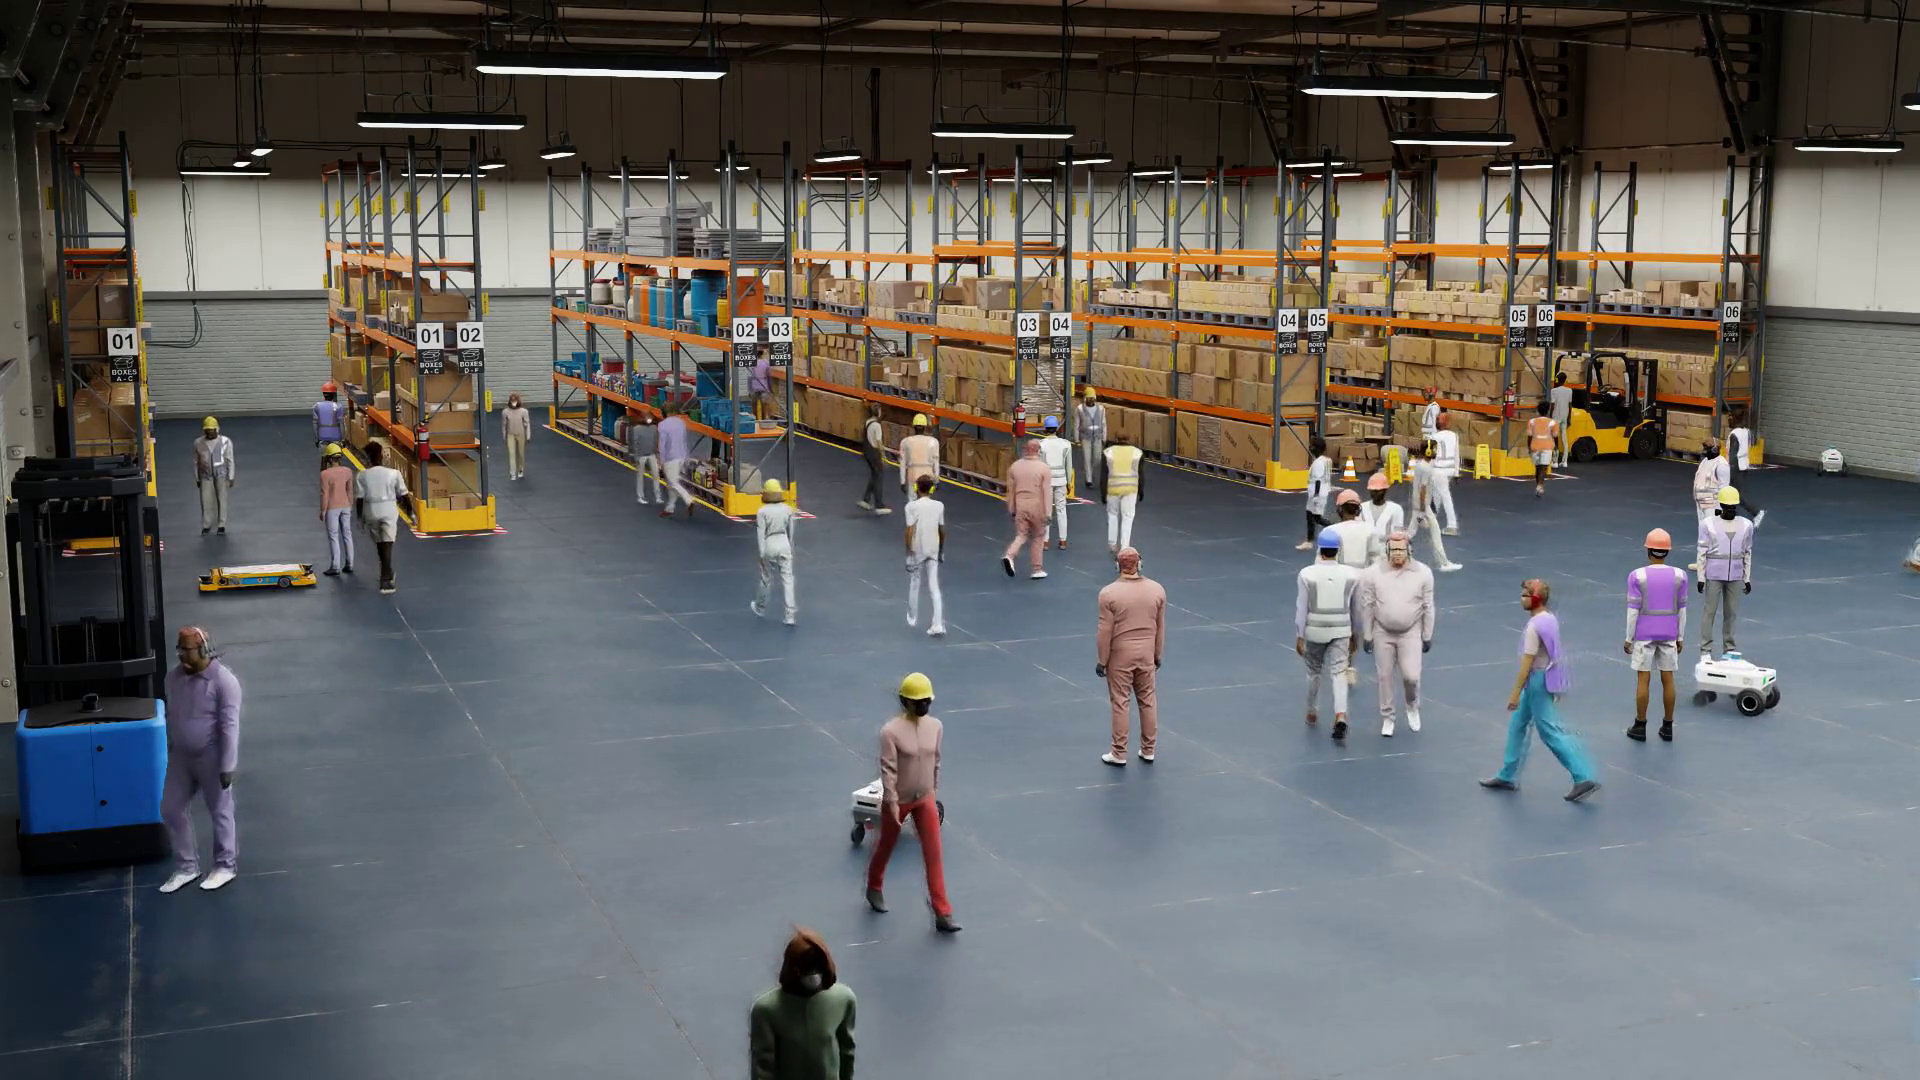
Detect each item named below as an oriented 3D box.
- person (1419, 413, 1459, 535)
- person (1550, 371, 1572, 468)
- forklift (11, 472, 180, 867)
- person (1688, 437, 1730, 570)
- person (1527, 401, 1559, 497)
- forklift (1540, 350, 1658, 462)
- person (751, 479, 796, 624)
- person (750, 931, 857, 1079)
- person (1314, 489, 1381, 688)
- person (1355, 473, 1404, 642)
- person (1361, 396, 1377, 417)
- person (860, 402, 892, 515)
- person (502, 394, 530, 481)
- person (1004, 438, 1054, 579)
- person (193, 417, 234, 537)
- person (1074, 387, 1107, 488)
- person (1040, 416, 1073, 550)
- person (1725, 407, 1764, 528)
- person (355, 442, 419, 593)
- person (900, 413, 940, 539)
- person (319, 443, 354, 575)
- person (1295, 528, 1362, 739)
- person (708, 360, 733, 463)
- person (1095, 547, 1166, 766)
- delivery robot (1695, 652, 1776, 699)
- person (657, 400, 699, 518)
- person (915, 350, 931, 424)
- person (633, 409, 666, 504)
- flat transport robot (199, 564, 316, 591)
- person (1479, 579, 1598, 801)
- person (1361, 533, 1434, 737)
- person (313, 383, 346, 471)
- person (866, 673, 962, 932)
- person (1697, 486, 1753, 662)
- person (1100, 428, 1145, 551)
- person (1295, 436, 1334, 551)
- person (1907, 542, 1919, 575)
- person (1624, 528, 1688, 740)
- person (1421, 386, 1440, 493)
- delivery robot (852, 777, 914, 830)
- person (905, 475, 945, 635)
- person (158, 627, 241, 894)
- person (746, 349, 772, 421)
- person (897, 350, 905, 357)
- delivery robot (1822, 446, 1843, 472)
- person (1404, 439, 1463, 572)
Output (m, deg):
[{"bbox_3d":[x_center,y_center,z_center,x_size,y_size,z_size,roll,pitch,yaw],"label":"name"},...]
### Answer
[{"bbox_3d":[7.274,-1.026,31.982,0.591,1.837,0.946,-7,11,-40],"label":"person"},{"bbox_3d":[11.632,-2.338,40.668,0.538,1.869,0.313,-3,9,-19],"label":"person"},{"bbox_3d":[-6.630,0.886,15.957,1.129,2.768,1.873,-3,9,-21],"label":"forklift"},{"bbox_3d":[10.136,-0.474,28.327,0.429,1.842,0.637,-1,9,-6],"label":"person"},{"bbox_3d":[10.085,-1.581,36.304,0.530,1.671,0.824,5,10,29],"label":"person"},{"bbox_3d":[12.897,-2.725,42.309,2.313,2.155,1.214,-3,9,-21],"label":"forklift"},{"bbox_3d":[-2.206,0.125,24.832,0.493,1.692,0.939,-4,10,-26],"label":"person"},{"bbox_3d":[-0.660,2.520,9.161,0.508,1.607,0.744,-3,9,-16],"label":"person"},{"bbox_3d":[3.945,0.477,21.504,0.726,1.975,1.003,-2,9,-12],"label":"person"},{"bbox_3d":[4.697,0.191,23.685,0.564,1.893,0.966,5,10,30],"label":"person"},{"bbox_3d":[9.644,-3.638,49.143,0.543,1.927,0.375,1,9,4],"label":"person"},{"bbox_3d":[-1.342,-1.329,34.036,0.432,1.838,0.533,-4,9,-24],"label":"person"},{"bbox_3d":[-8.220,-1.923,38.808,0.510,1.597,0.832,-1,9,-9],"label":"person"},{"bbox_3d":[0.898,-0.398,27.714,0.662,1.885,0.665,6,10,35],"label":"person"},{"bbox_3d":[-11.270,-0.946,31.615,0.597,1.803,0.790,-2,9,-13],"label":"person"},{"bbox_3d":[2.329,-1.846,37.557,0.609,1.812,0.470,-2,9,-11],"label":"person"},{"bbox_3d":[1.328,-0.832,30.370,0.614,1.943,0.399,-2,9,-14],"label":"person"},{"bbox_3d":[12.045,-1.102,32.345,0.753,1.898,0.595,5,10,33],"label":"person"},{"bbox_3d":[-7.381,-0.310,26.977,0.718,1.898,0.999,0,9,1],"label":"person"},{"bbox_3d":[-0.590,-0.924,31.090,0.595,1.912,0.439,0,9,2],"label":"person"},{"bbox_3d":[-8.407,-0.417,28.202,0.311,1.768,0.533,6,10,33],"label":"person"},{"bbox_3d":[3.409,0.850,19.292,0.623,1.917,0.918,0,9,2],"label":"person"},{"bbox_3d":[-4.786,-2.541,41.589,0.688,2.000,0.538,-7,11,-39],"label":"person"},{"bbox_3d":[1.468,1.009,18.242,0.643,1.905,0.400,-3,9,-21],"label":"person"},{"bbox_3d":[7.536,1.336,20.364,0.707,0.478,0.477,7,11,38],"label":"delivery robot"},{"bbox_3d":[-4.515,-1.278,33.481,0.803,1.910,0.650,5,10,29],"label":"person"},{"bbox_3d":[-0.860,-3.245,46.432,0.637,1.956,0.917,2,9,14],"label":"person"},{"bbox_3d":[-5.228,-1.383,35.158,0.513,1.605,0.740,-6,10,-34],"label":"person"},{"bbox_3d":[-9.181,0.476,27.349,1.431,0.197,0.652,-3,9,-21],"label":"flat transport robot"},{"bbox_3d":[4.804,1.218,17.204,0.940,1.812,0.578,4,9,23],"label":"person"},{"bbox_3d":[4.009,0.870,19.218,0.649,1.893,0.416,3,9,17],"label":"person"},{"bbox_3d":[-11.093,-1.805,36.890,0.551,1.933,0.370,0,9,2],"label":"person"},{"bbox_3d":[-0.338,1.725,14.092,0.522,1.720,0.945,-5,10,-32],"label":"person"},{"bbox_3d":[8.166,0.378,22.364,0.591,1.927,0.366,0,9,-2],"label":"person"},{"bbox_3d":[2.324,-0.700,29.941,0.649,1.804,0.904,1,9,4],"label":"person"},{"bbox_3d":[5.210,-0.658,30.095,0.677,1.672,0.536,1,9,7],"label":"person"},{"bbox_3d":[13.125,-0.416,27.816,0.640,1.899,1.036,-6,10,-34],"label":"person"},{"bbox_3d":[6.339,0.858,19.122,0.543,1.939,0.360,0,9,1],"label":"person"},{"bbox_3d":[8.287,-1.775,36.858,0.337,1.882,0.583,1,9,6],"label":"person"},{"bbox_3d":[-0.517,1.979,16.077,0.477,0.478,0.707,5,10,32],"label":"delivery robot"},{"bbox_3d":[-0.425,0.164,24.183,0.556,1.813,0.996,-3,9,-19],"label":"person"},{"bbox_3d":[-5.377,1.551,14.649,0.673,1.887,0.657,3,9,21],"label":"person"},{"bbox_3d":[-4.574,-3.490,47.855,0.617,2.023,0.849,-3,9,-20],"label":"person"},{"bbox_3d":[-1.378,-3.435,48.066,0.627,1.846,0.429,1,9,4],"label":"person"},{"bbox_3d":[16.461,-1.534,39.498,0.477,0.478,0.707,3,9,21],"label":"delivery robot"},{"bbox_3d":[6.304,-0.467,28.396,0.980,1.814,0.512,-1,9,-3],"label":"person"}]
